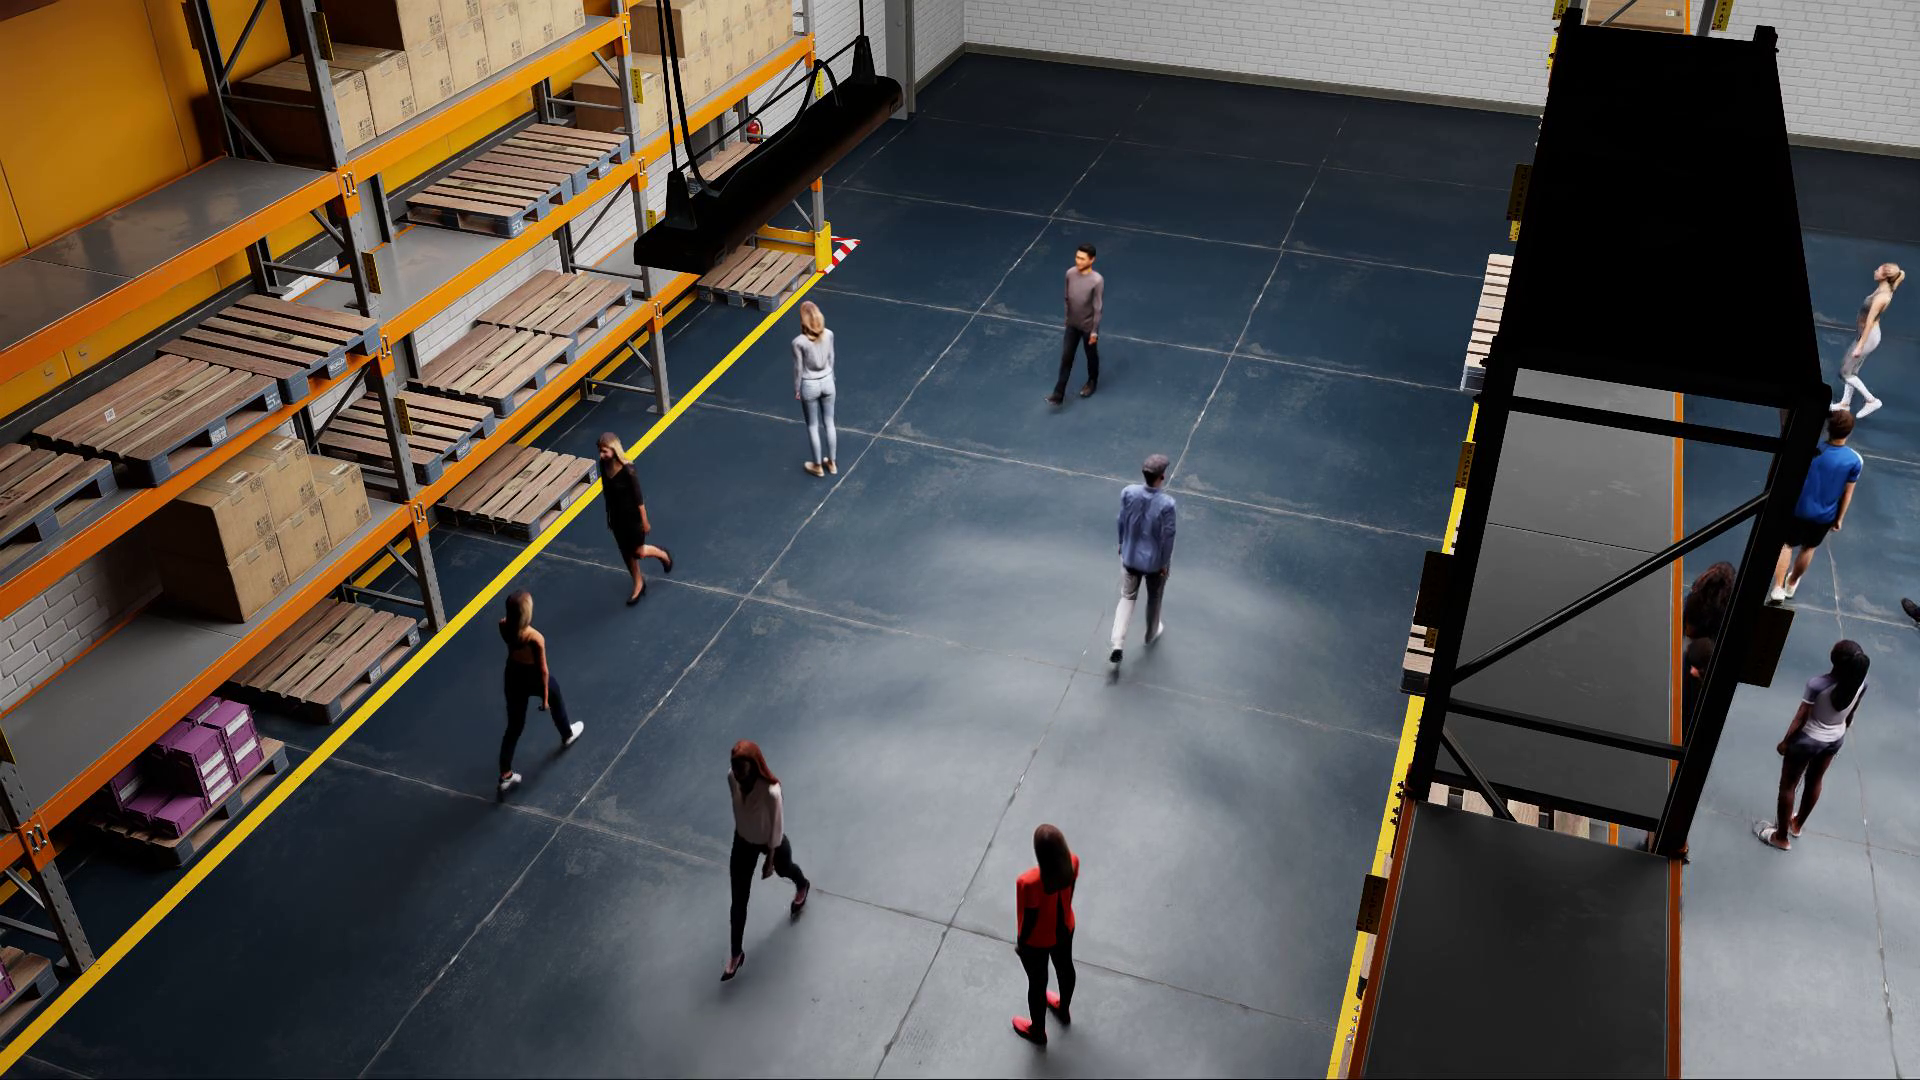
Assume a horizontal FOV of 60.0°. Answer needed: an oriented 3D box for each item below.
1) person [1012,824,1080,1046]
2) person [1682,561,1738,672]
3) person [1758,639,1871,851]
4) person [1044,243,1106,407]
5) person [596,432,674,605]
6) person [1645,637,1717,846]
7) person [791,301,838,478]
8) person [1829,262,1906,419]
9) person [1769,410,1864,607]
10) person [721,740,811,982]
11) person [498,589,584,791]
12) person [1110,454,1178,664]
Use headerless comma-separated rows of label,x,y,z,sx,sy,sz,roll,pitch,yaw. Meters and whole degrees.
person,0.541,2.391,10.153,0.624,1.694,0.736,-26,42,-33
person,5.506,0.894,12.511,0.602,1.577,1.031,12,36,18
person,5.967,1.402,11.598,0.745,1.741,0.787,-5,34,-8
person,1.328,-2.234,17.075,0.892,1.735,1.153,20,38,27
person,-2.766,-0.222,14.118,0.724,1.657,0.863,18,38,25
person,5.020,1.426,11.651,0.638,1.644,1.068,9,35,13
person,-1.356,-1.434,15.821,0.656,1.790,0.733,-18,38,-25
person,9.178,-1.968,16.712,0.753,1.693,0.780,23,40,30
person,7.126,-0.226,13.945,0.762,1.855,1.055,17,37,23
person,-1.225,1.960,10.797,0.702,1.700,1.219,16,37,23
person,-3.219,1.109,12.178,0.642,1.588,1.159,14,36,21
person,1.447,0.165,13.344,0.695,1.870,1.023,15,36,21
